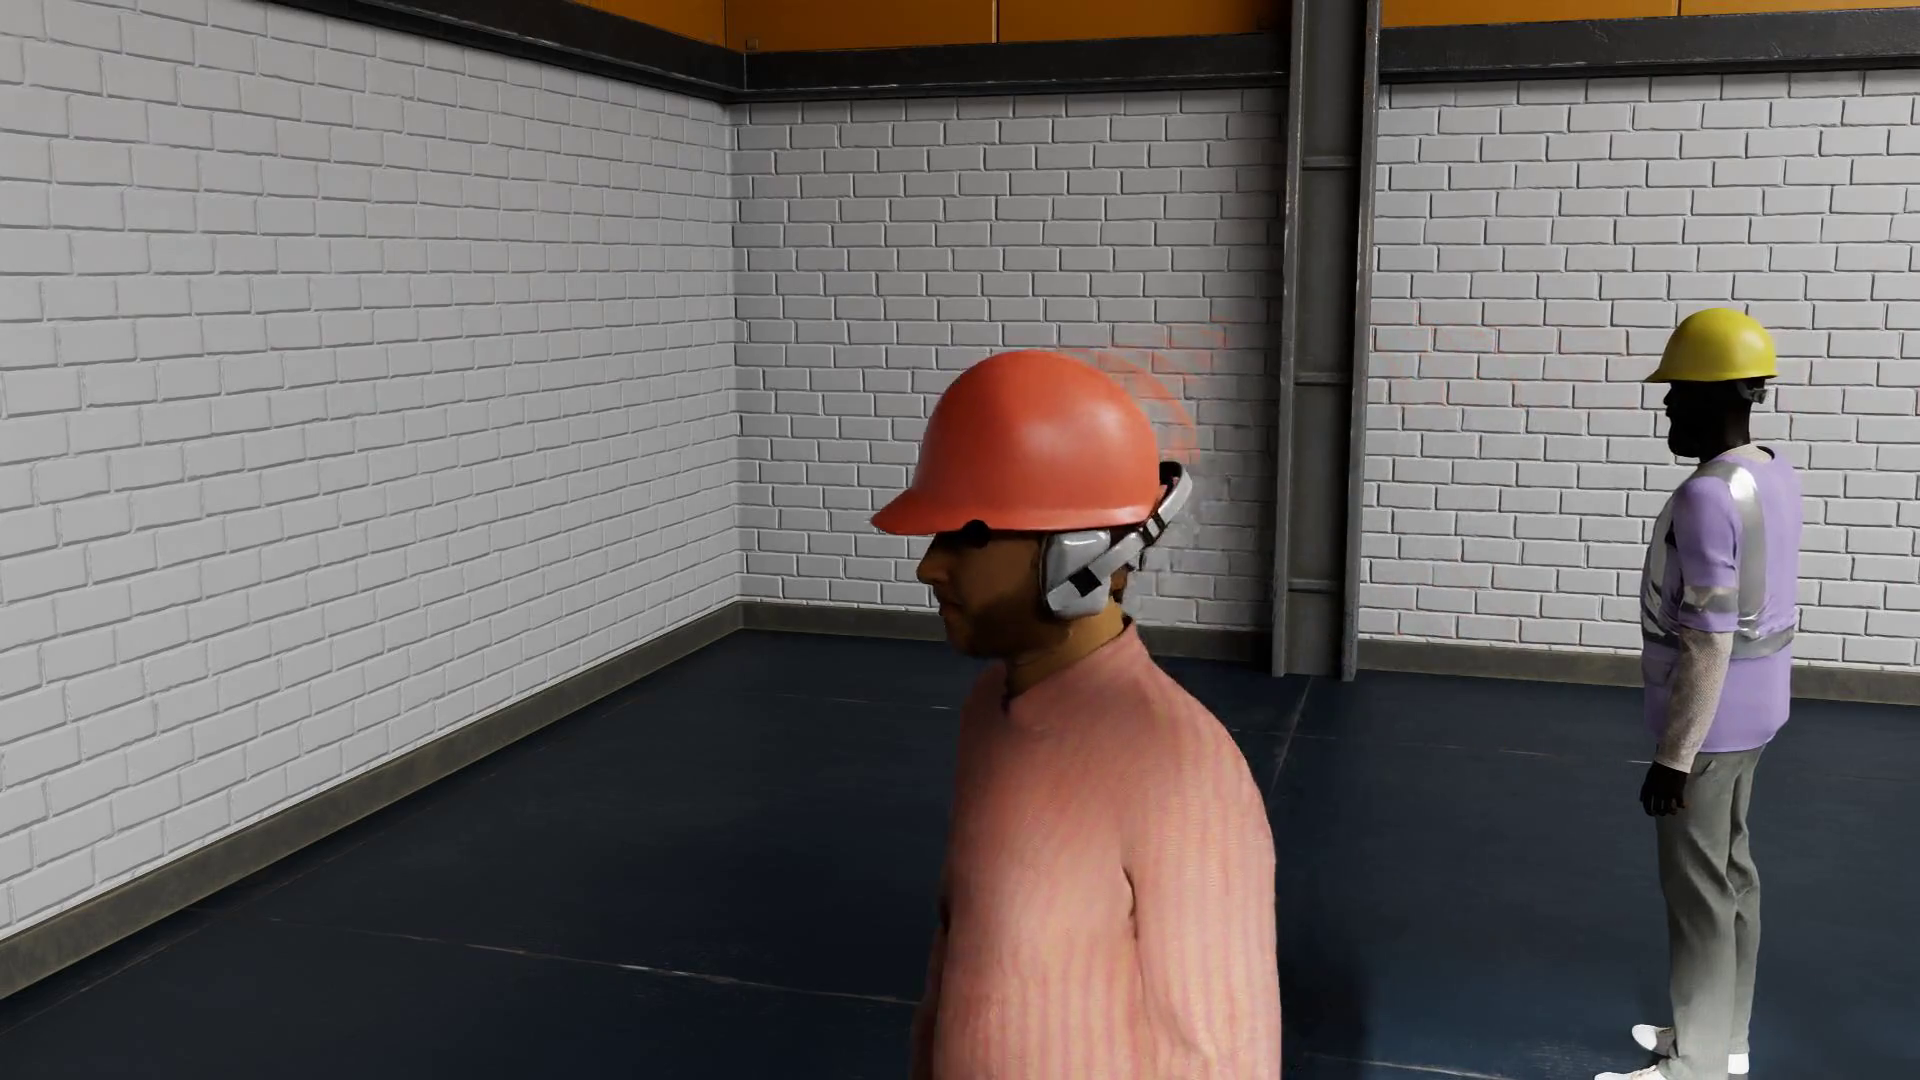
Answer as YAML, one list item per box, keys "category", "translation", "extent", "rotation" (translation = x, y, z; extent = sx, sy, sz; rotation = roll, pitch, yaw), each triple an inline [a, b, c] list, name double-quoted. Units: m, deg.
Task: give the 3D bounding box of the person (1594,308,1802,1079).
- category: "person"
  translation: [1.770, 0.416, 3.984]
  extent: [0.373, 1.925, 0.595]
  rotation: [7, 12, 38]

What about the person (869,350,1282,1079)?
- category: "person"
  translation: [0.115, 0.757, 1.889]
  extent: [1.041, 1.938, 0.653]
  rotation: [-3, 10, -16]
